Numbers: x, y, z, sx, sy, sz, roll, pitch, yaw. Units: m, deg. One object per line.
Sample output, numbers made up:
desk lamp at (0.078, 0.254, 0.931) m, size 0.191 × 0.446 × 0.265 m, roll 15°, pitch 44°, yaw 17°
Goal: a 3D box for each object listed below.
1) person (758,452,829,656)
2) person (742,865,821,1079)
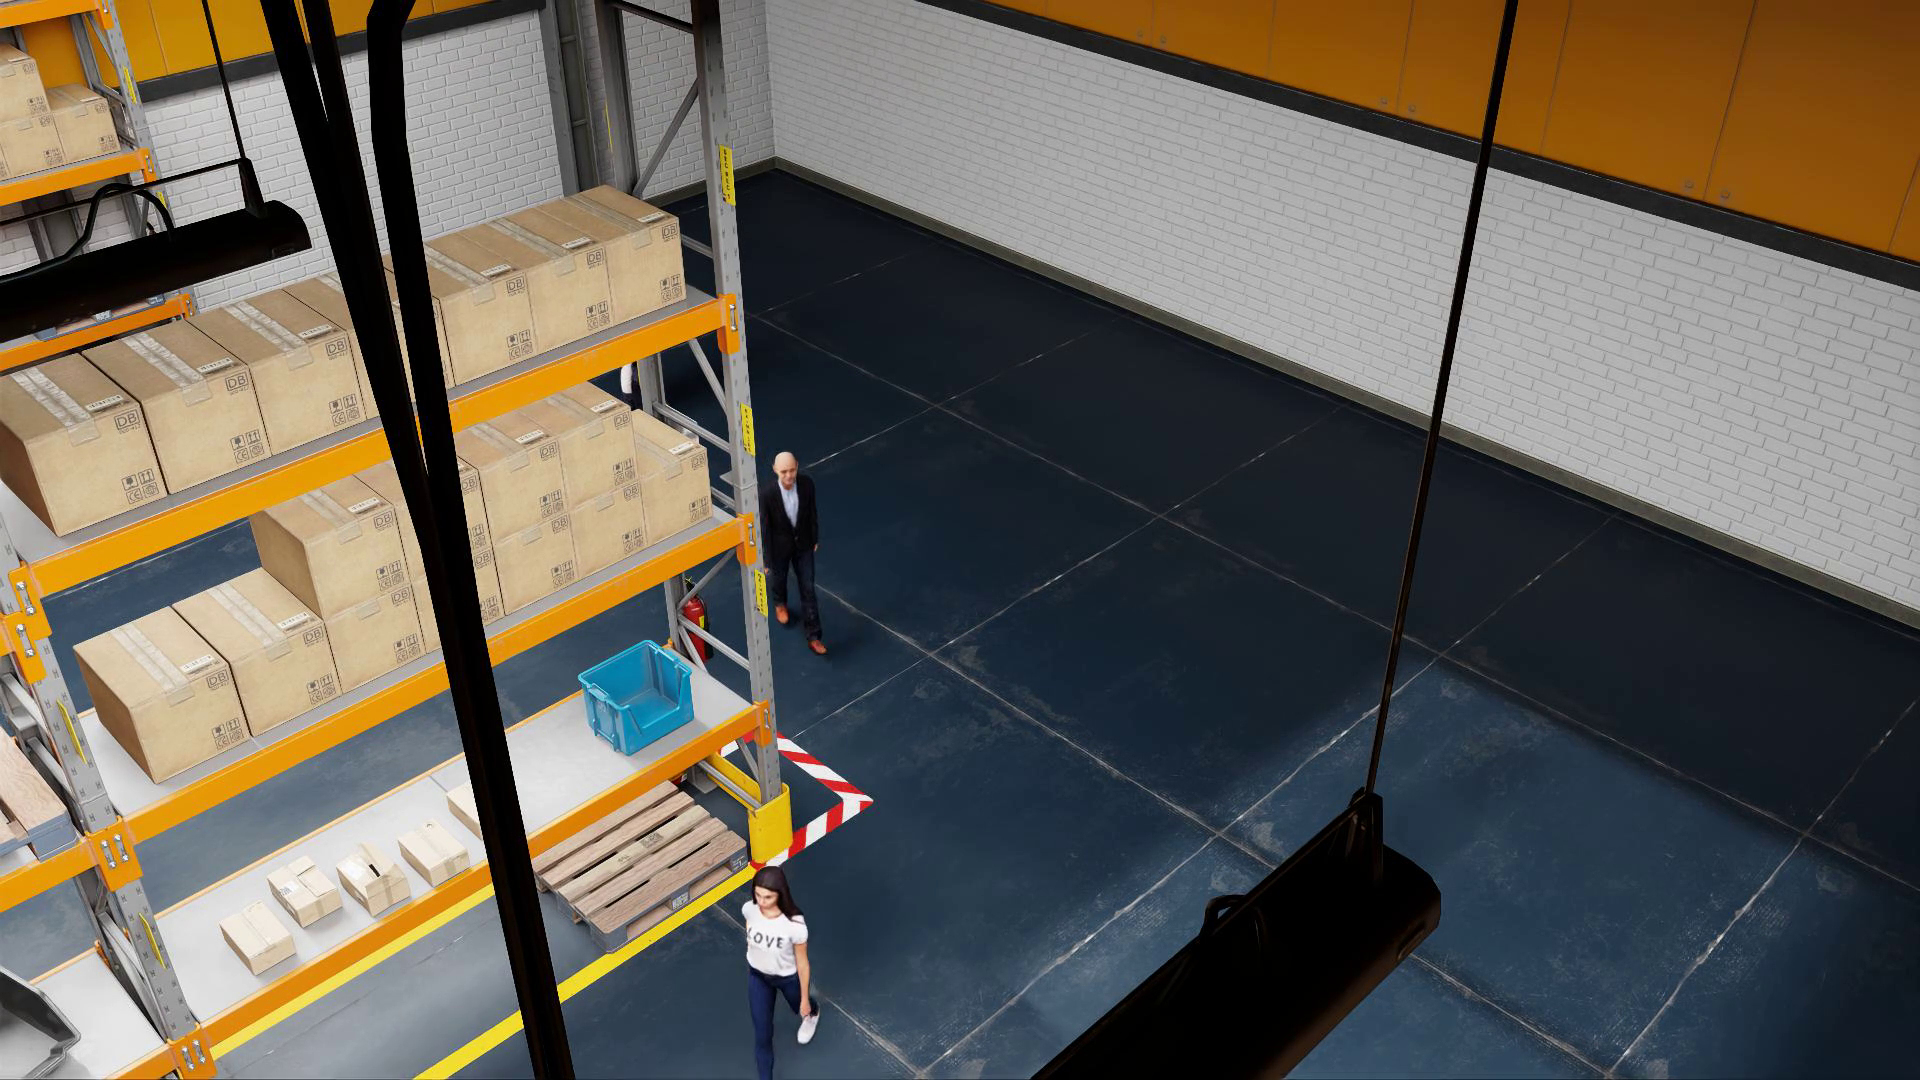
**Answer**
person at (-1.421, 0.015, 13.603) m, size 1.231 × 1.751 × 1.095 m, roll -11°, pitch 35°, yaw -17°
person at (-1.021, 2.537, 9.825) m, size 0.942 × 1.732 × 1.238 m, roll 11°, pitch 35°, yaw 16°
